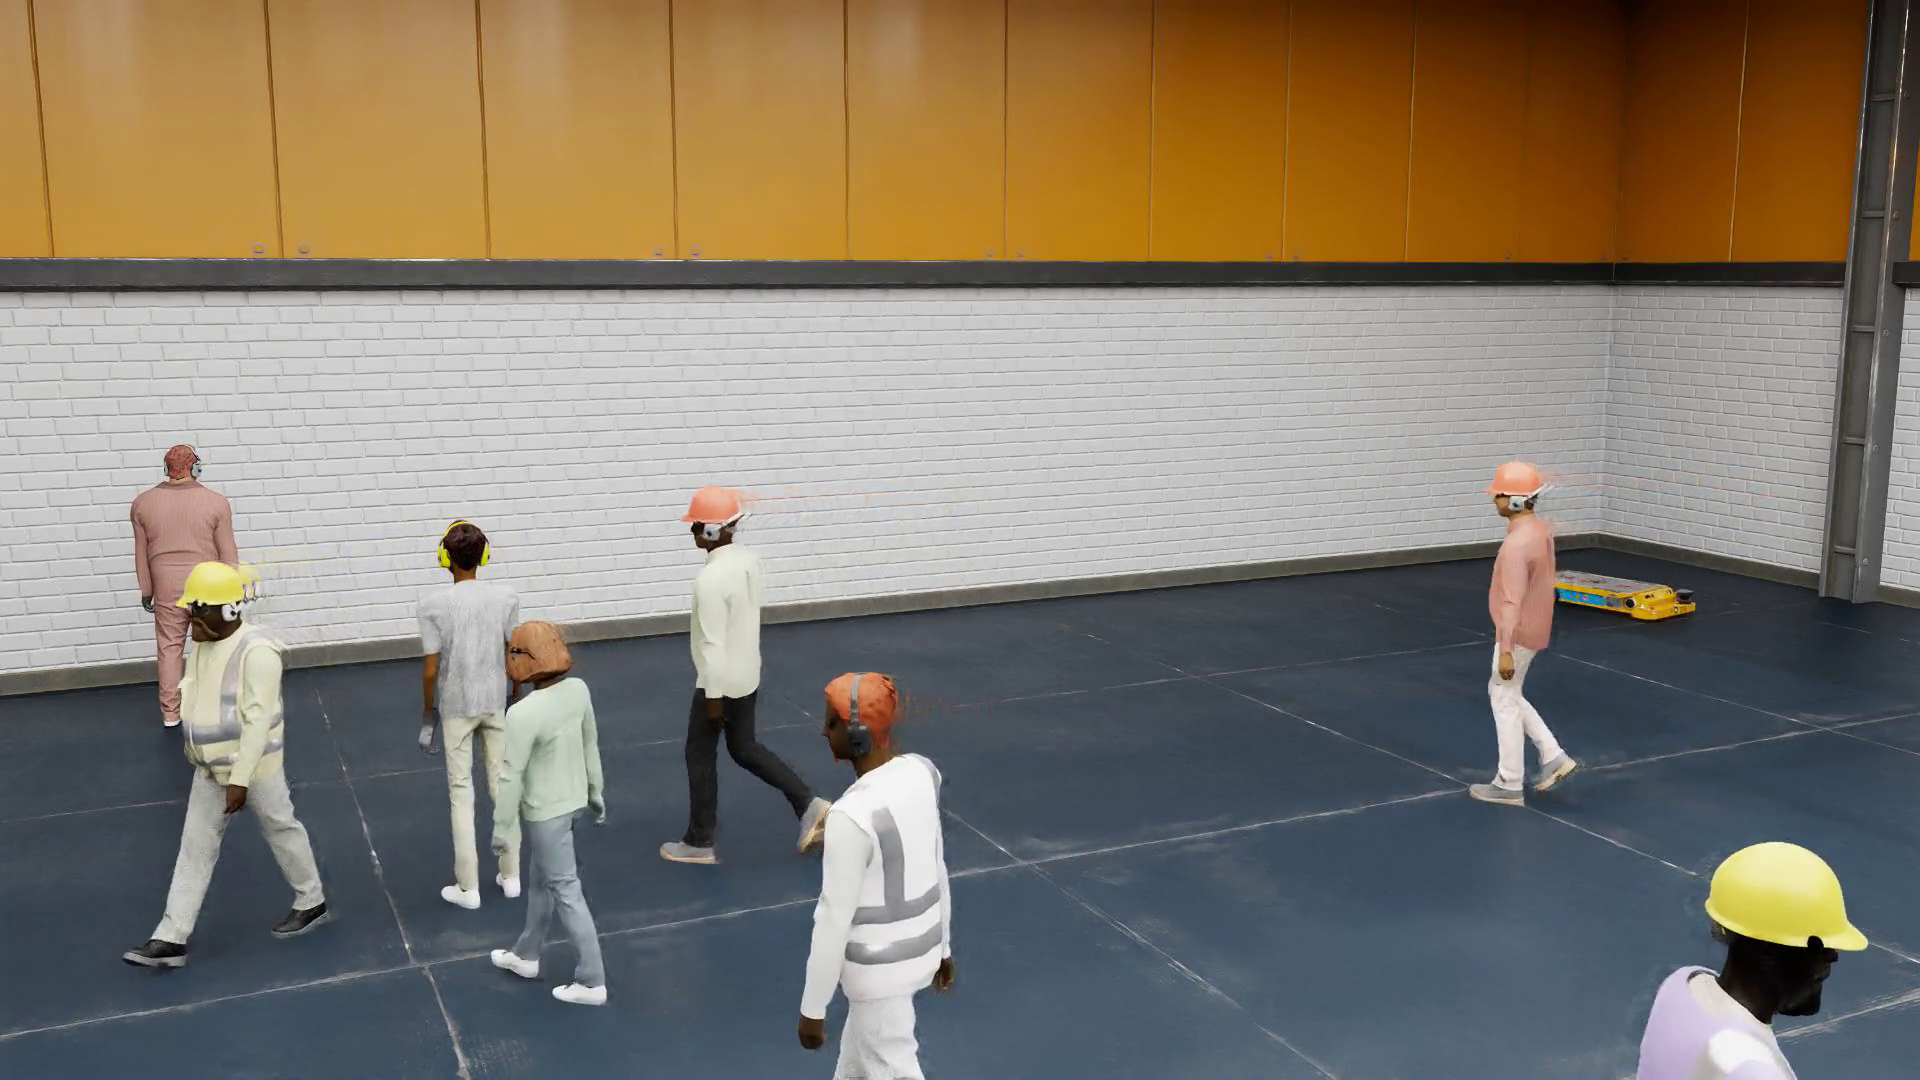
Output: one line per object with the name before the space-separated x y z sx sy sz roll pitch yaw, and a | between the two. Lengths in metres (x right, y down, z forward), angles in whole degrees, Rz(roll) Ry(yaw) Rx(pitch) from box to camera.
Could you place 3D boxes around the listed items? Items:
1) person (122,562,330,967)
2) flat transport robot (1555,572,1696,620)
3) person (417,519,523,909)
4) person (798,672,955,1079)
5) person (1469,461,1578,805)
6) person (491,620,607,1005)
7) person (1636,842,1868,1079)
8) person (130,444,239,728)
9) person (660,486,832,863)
person | -3.228 0.977 7.333 0.589 1.782 0.946 6 11 32
flat transport robot | 5.817 0.480 15.068 0.652 0.197 1.431 -7 11 -37
person | -2.336 0.827 7.974 0.529 1.869 0.312 -7 12 -37
person | -0.351 1.299 5.104 0.851 1.847 0.612 4 10 23
person | 3.174 0.539 9.406 0.484 1.979 0.641 6 11 33
person | -1.789 1.122 6.913 0.752 1.601 0.532 3 10 20
person | 1.462 1.535 3.478 0.689 1.906 0.596 2 9 9
person | -5.133 0.310 11.095 0.647 1.902 0.399 -1 9 -8
person | -1.098 0.698 8.468 0.843 1.971 0.635 2 9 15
